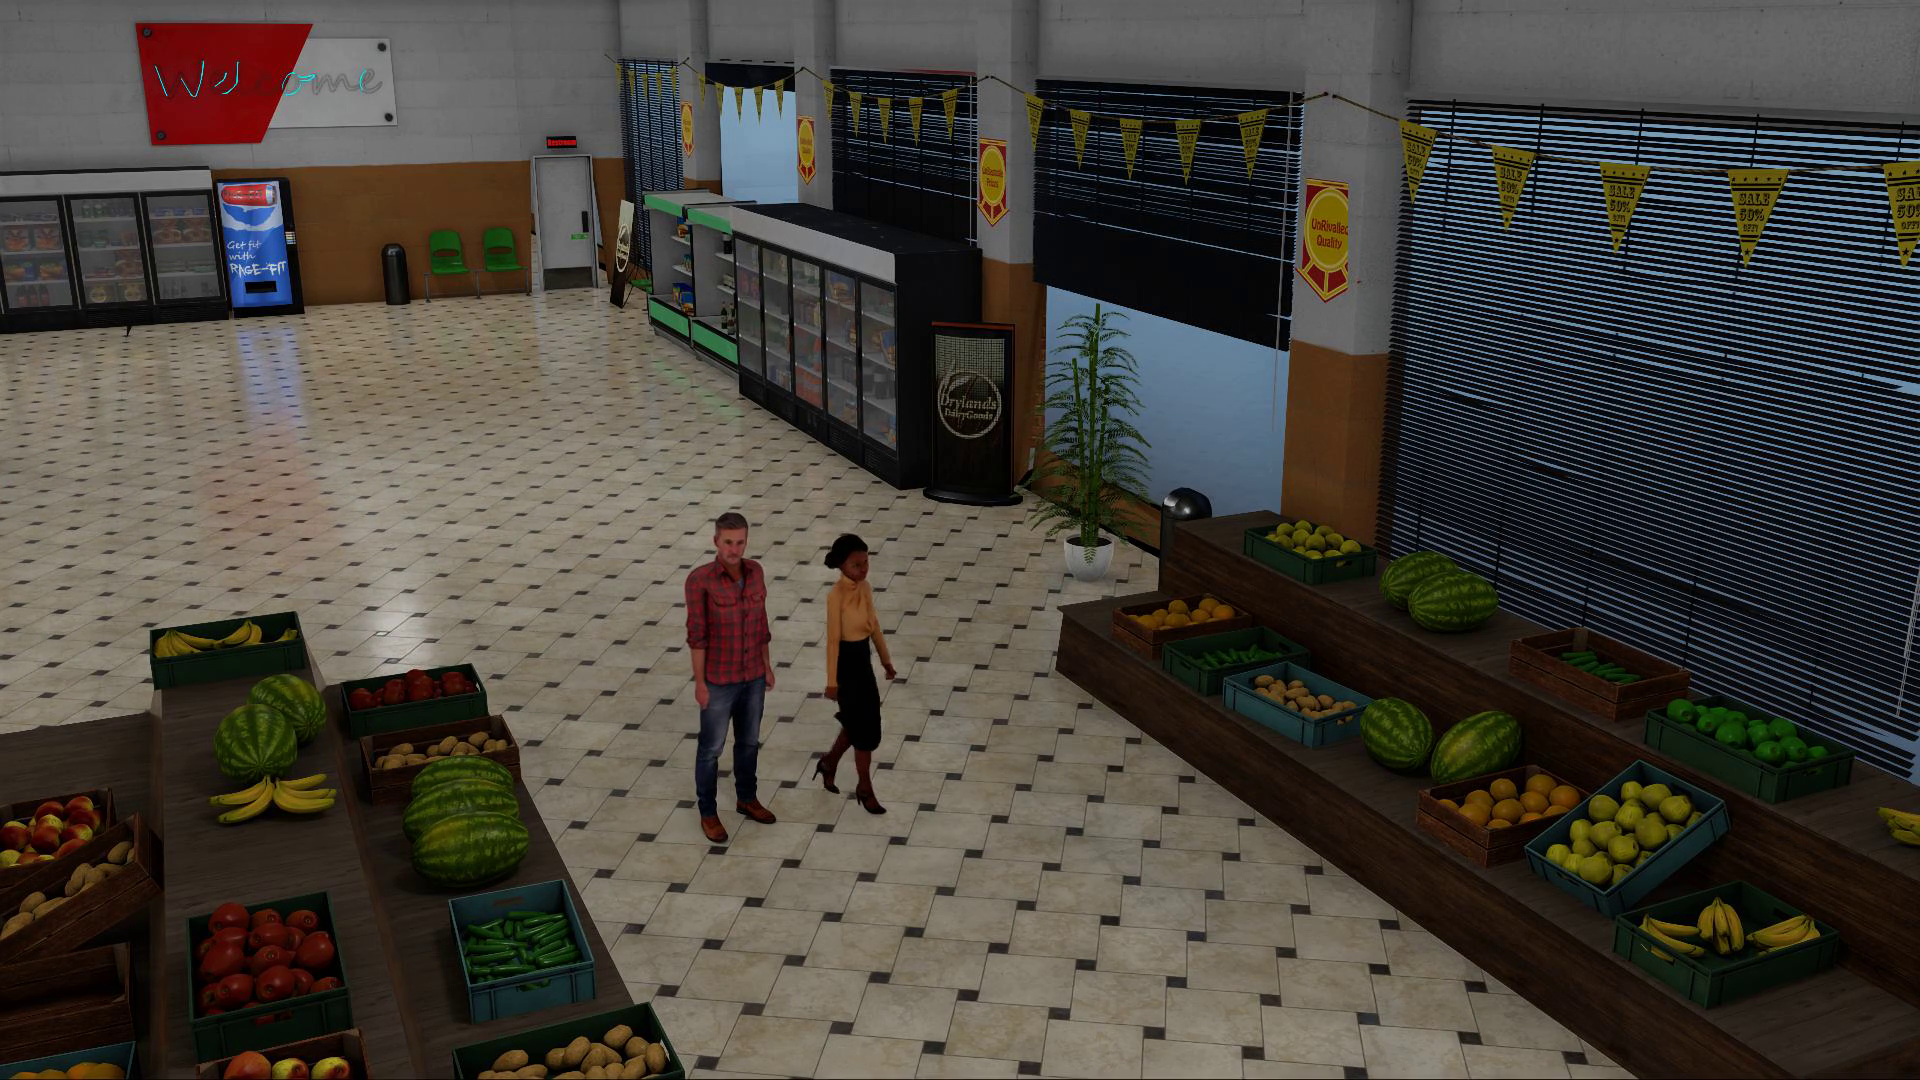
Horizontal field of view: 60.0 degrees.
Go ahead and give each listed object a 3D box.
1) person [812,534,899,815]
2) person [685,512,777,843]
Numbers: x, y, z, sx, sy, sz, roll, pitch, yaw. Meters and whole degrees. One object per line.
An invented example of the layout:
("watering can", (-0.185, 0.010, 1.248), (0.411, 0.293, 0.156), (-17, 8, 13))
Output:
("person", (-0.662, 0.757, 9.359), (0.852, 1.634, 0.787), (7, 18, 21))
("person", (-1.267, 0.719, 9.148), (0.746, 1.831, 0.665), (-14, 22, -39))
